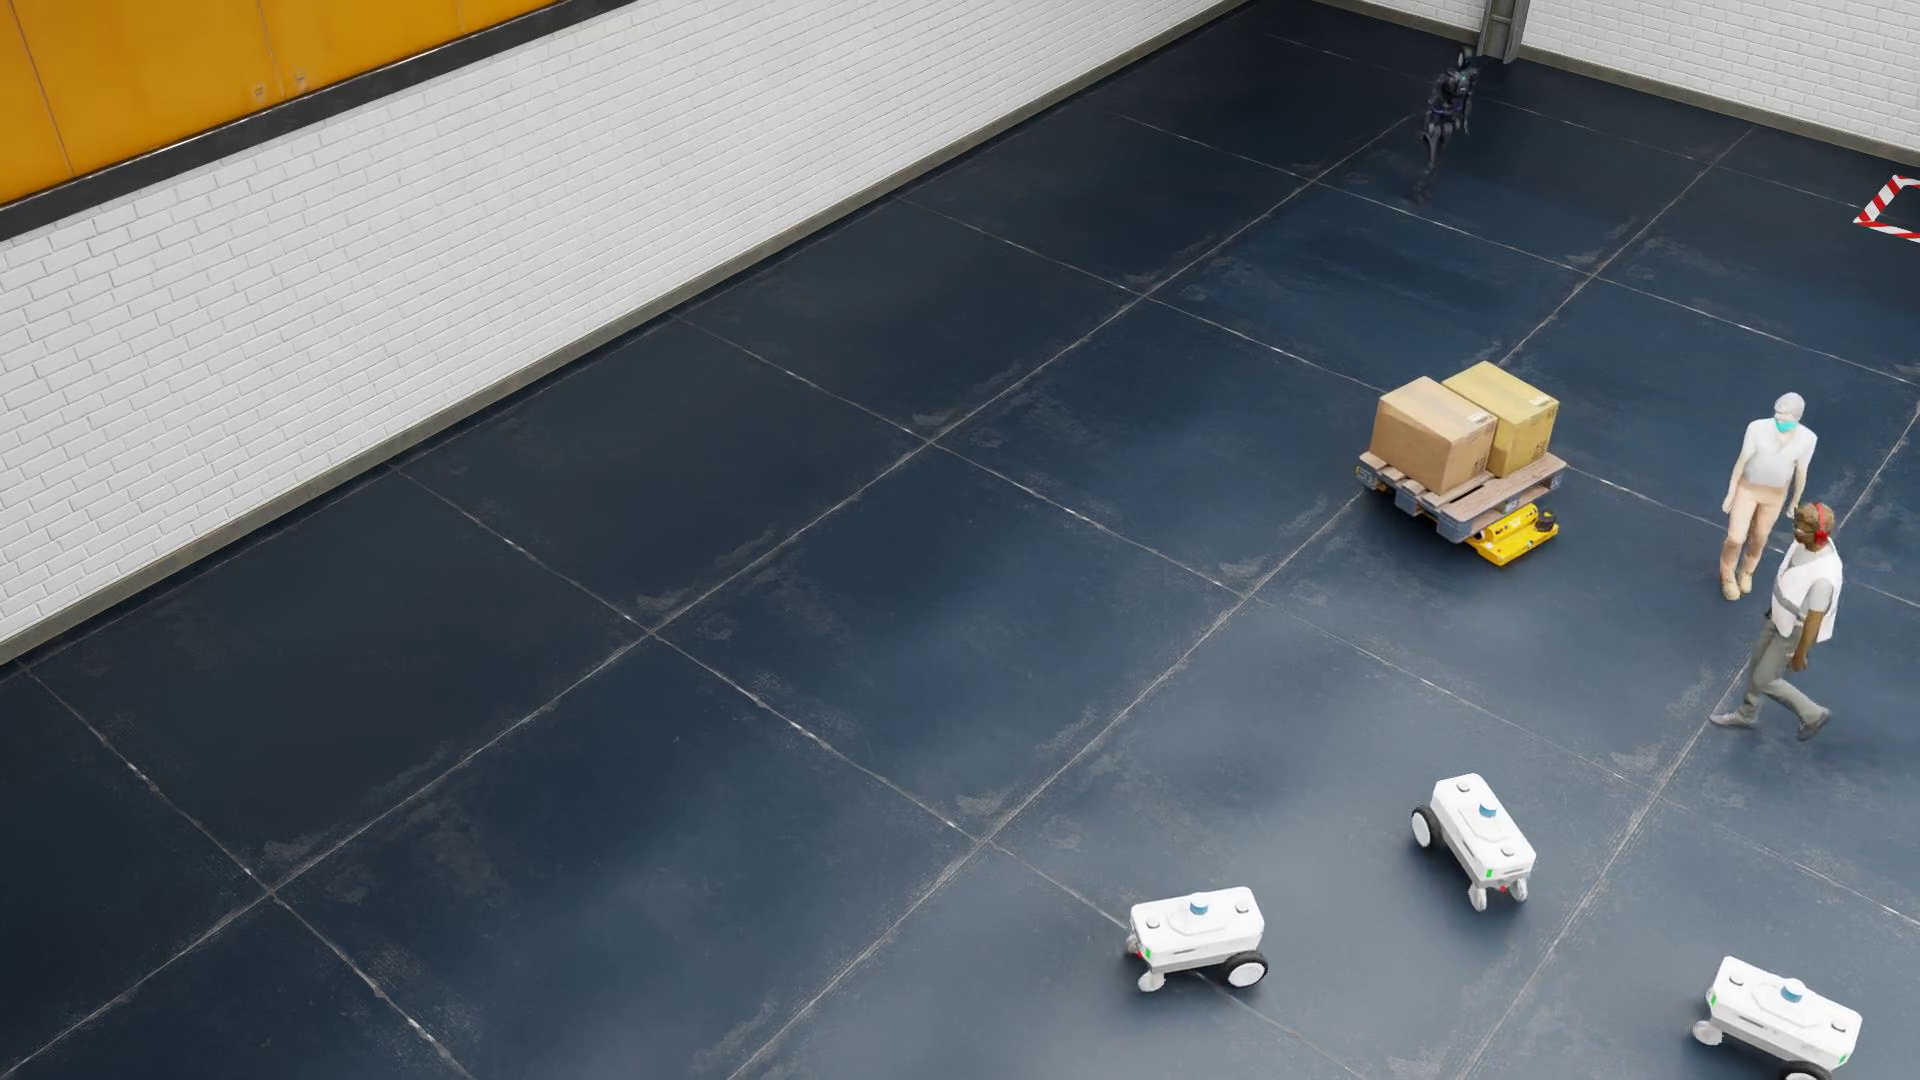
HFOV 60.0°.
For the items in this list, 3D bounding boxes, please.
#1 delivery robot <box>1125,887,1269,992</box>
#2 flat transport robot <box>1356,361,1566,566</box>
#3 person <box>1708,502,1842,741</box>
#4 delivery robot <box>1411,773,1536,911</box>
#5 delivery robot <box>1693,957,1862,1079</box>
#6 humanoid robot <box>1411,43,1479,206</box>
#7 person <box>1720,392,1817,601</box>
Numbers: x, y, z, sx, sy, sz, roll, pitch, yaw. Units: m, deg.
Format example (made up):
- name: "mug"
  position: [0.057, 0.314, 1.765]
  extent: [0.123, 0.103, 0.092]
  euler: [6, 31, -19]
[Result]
- name: "delivery robot"
  position: [1.339, 2.211, 9.329]
  extent: [0.815, 0.614, 0.499]
  euler: [-7, 39, -9]
- name: "flat transport robot"
  position: [3.790, -0.344, 12.714]
  extent: [0.659, 0.231, 1.431]
  euler: [-25, 45, -27]
- name: "person"
  position: [5.243, 0.543, 10.375]
  extent: [0.586, 1.816, 0.605]
  euler: [8, 39, 9]
- name: "delivery robot"
  position: [3.081, 1.757, 9.893]
  extent: [0.499, 0.614, 0.818]
  euler: [-10, 40, -12]
- name: "delivery robot"
  position: [4.385, 2.573, 8.866]
  extent: [0.779, 0.597, 0.499]
  euler: [23, 44, 26]
- name: "humanoid robot"
  position: [4.708, -4.090, 16.251]
  extent: [0.616, 1.641, 0.443]
  euler: [-17, 42, -20]
- name: "person"
  position: [5.563, -0.310, 11.526]
  extent: [0.515, 1.713, 0.538]
  euler: [12, 40, 14]
